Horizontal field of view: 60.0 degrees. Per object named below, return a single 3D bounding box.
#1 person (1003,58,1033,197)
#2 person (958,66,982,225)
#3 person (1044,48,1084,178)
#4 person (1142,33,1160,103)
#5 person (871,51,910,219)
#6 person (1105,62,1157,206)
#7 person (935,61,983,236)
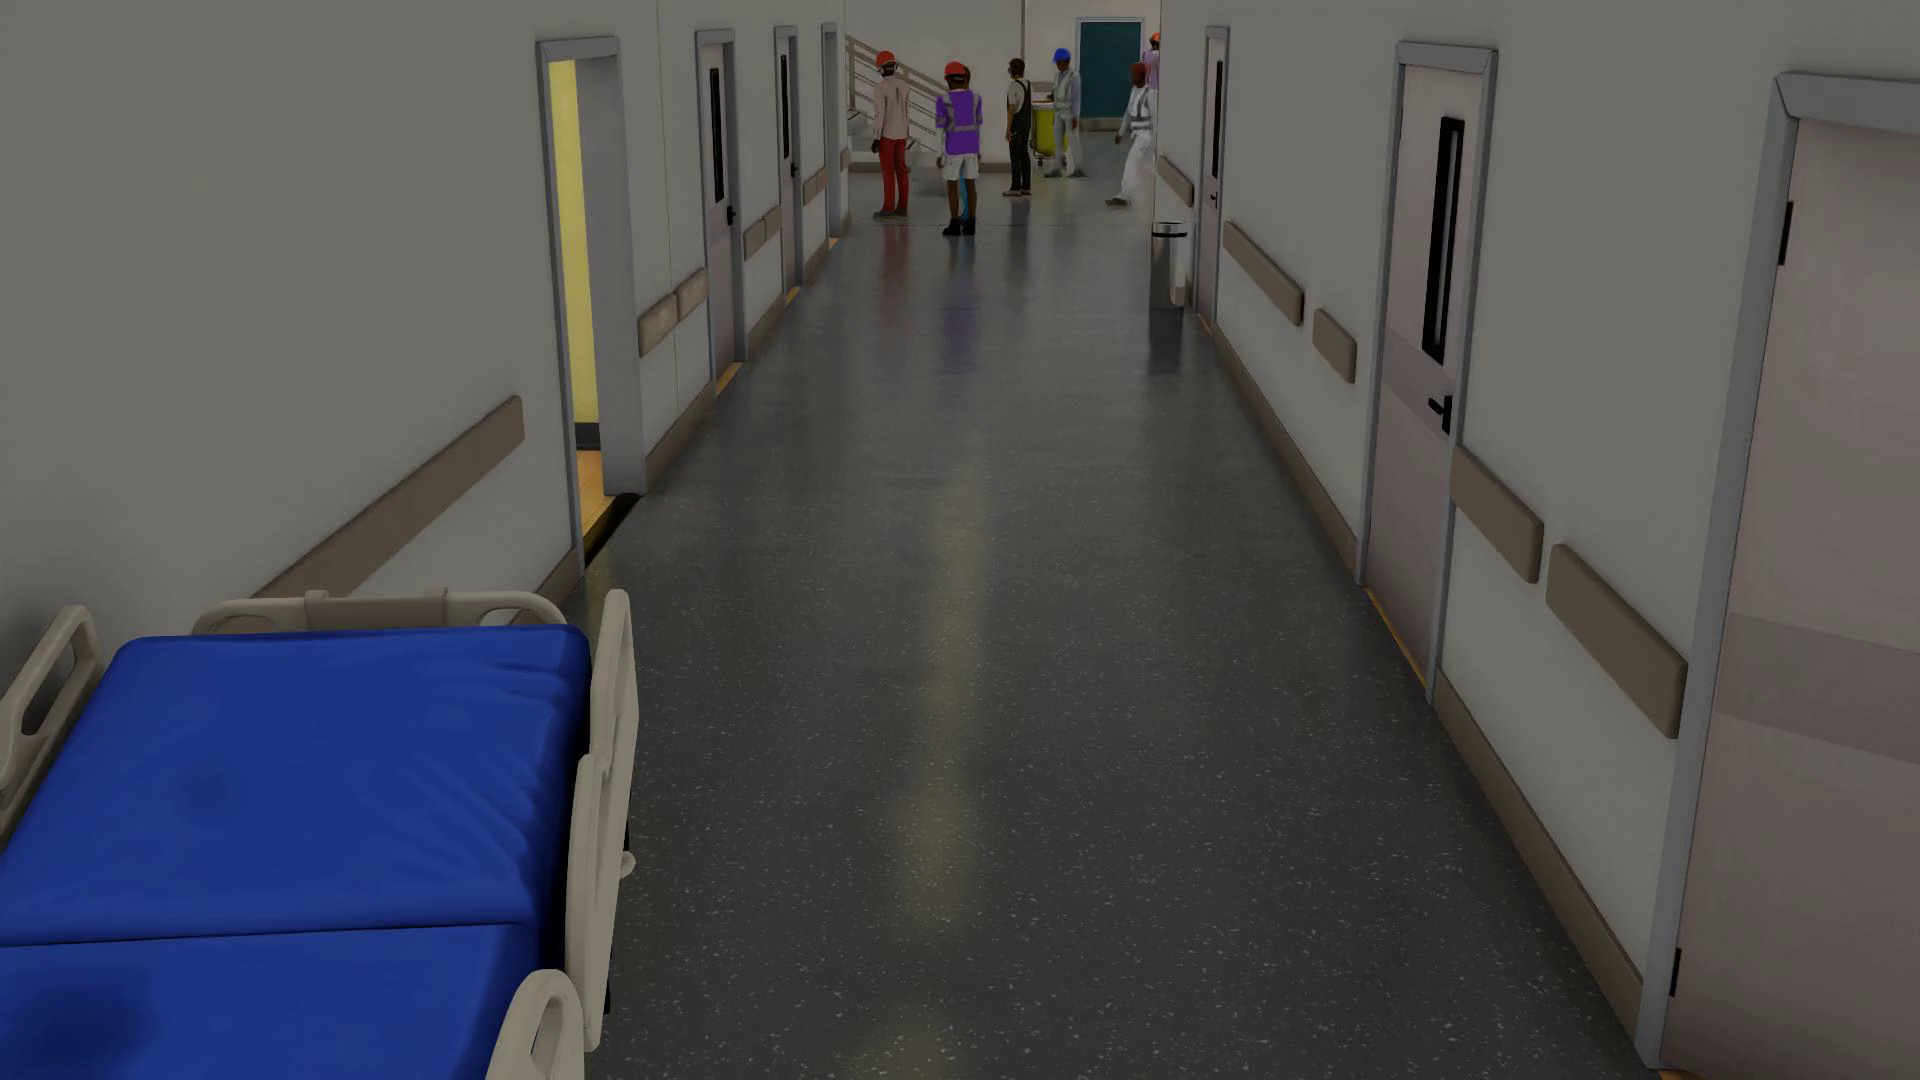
[{"bbox_3d":[0.804,-5.620,22.683,0.338,1.838,0.514,13,22,34],"label":"person"},{"bbox_3d":[0.069,-4.657,19.672,0.392,1.837,0.560,0,18,1],"label":"person"},{"bbox_3d":[1.602,-6.453,25.165,0.454,1.947,0.622,-11,21,-31],"label":"person"},{"bbox_3d":[3.935,-9.228,33.718,0.408,2.032,0.613,-12,21,-33],"label":"person"},{"bbox_3d":[-0.857,-4.913,20.217,0.392,1.988,0.609,14,22,37],"label":"person"},{"bbox_3d":[2.420,-5.263,21.591,1.025,1.837,0.576,-4,18,-11],"label":"person"},{"bbox_3d":[-0.027,-4.389,18.694,0.560,1.908,0.446,-7,19,-20],"label":"person"}]
